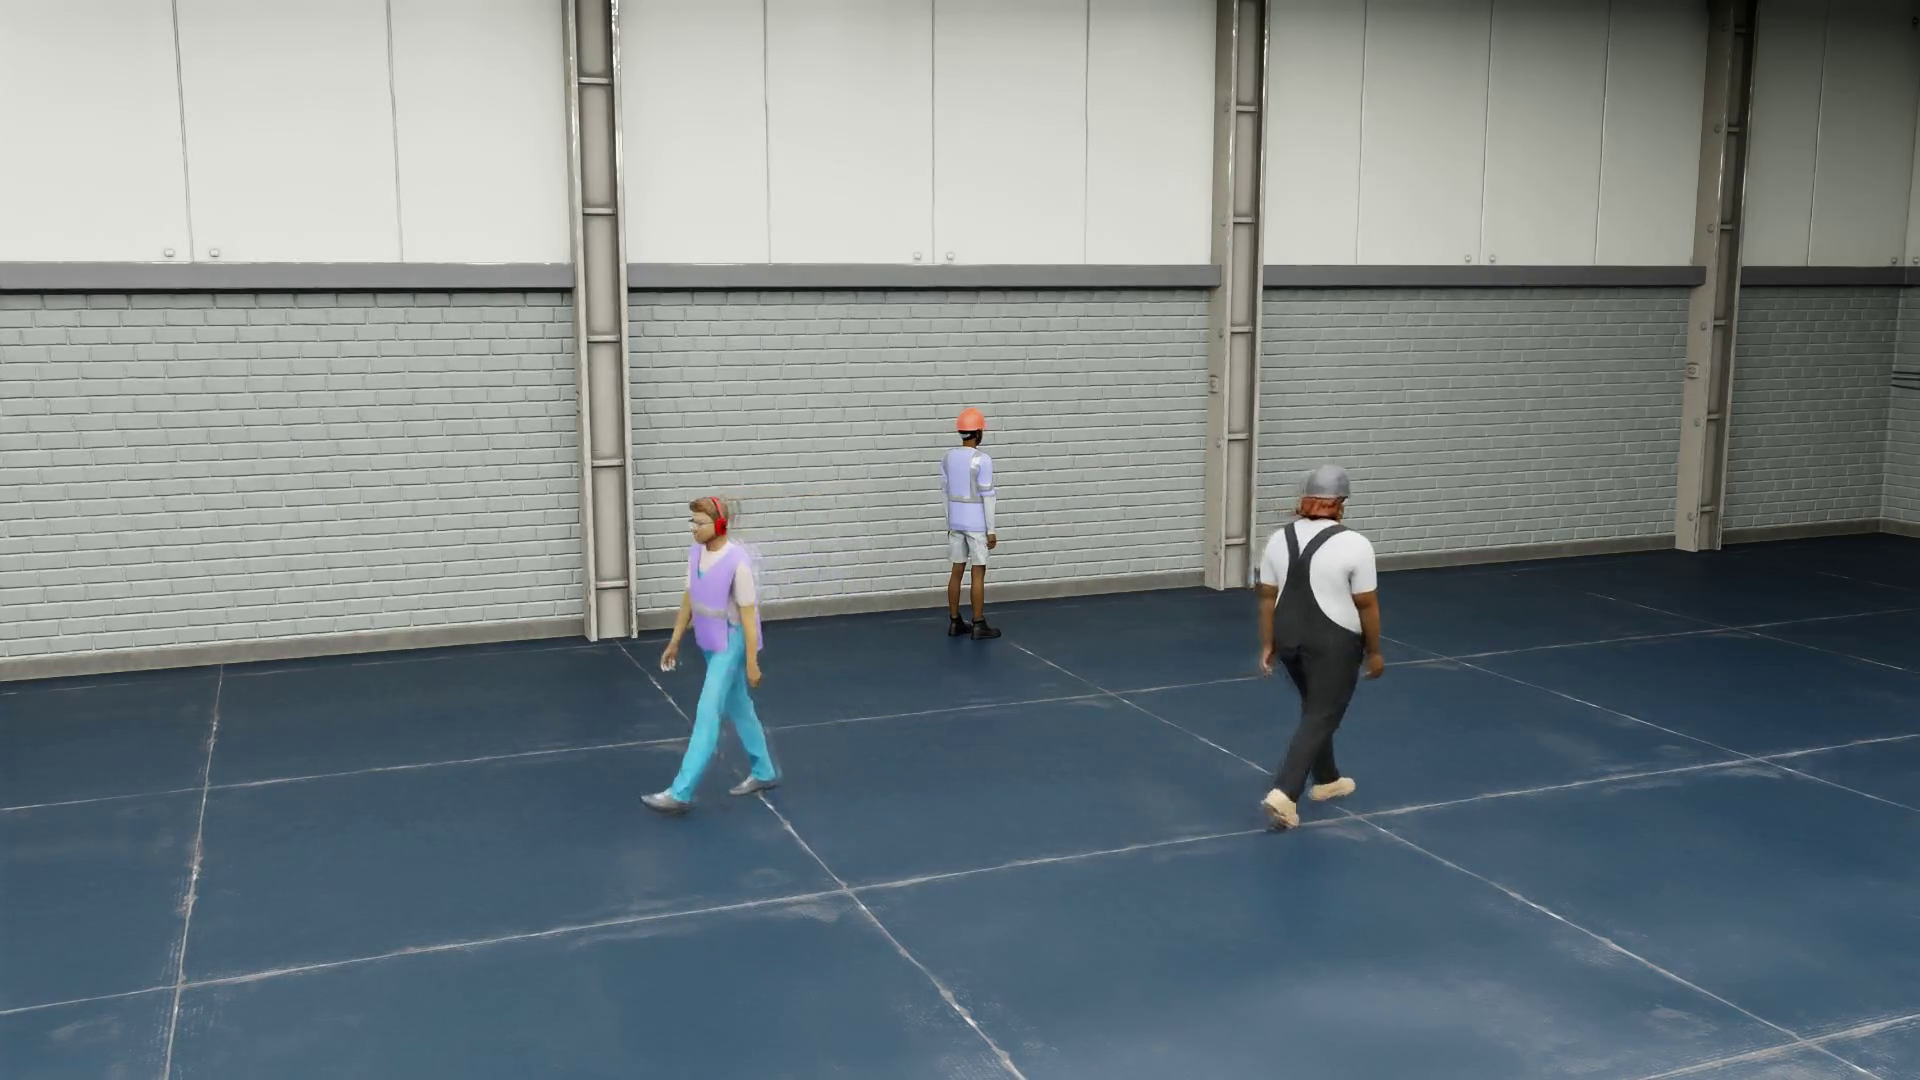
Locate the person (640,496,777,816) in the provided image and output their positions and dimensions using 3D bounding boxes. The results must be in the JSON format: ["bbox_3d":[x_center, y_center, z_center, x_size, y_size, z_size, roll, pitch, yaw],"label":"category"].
[{"bbox_3d":[-1.432,0.644,9.446,0.969,1.795,0.593,-6,11,-33],"label":"person"}]

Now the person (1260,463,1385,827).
[{"bbox_3d":[1.966,0.546,9.290,0.968,2.000,0.682,-7,11,-37],"label":"person"}]

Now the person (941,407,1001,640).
[{"bbox_3d":[0.094,-0.135,13.875,0.545,1.942,0.353,8,12,41],"label":"person"}]
